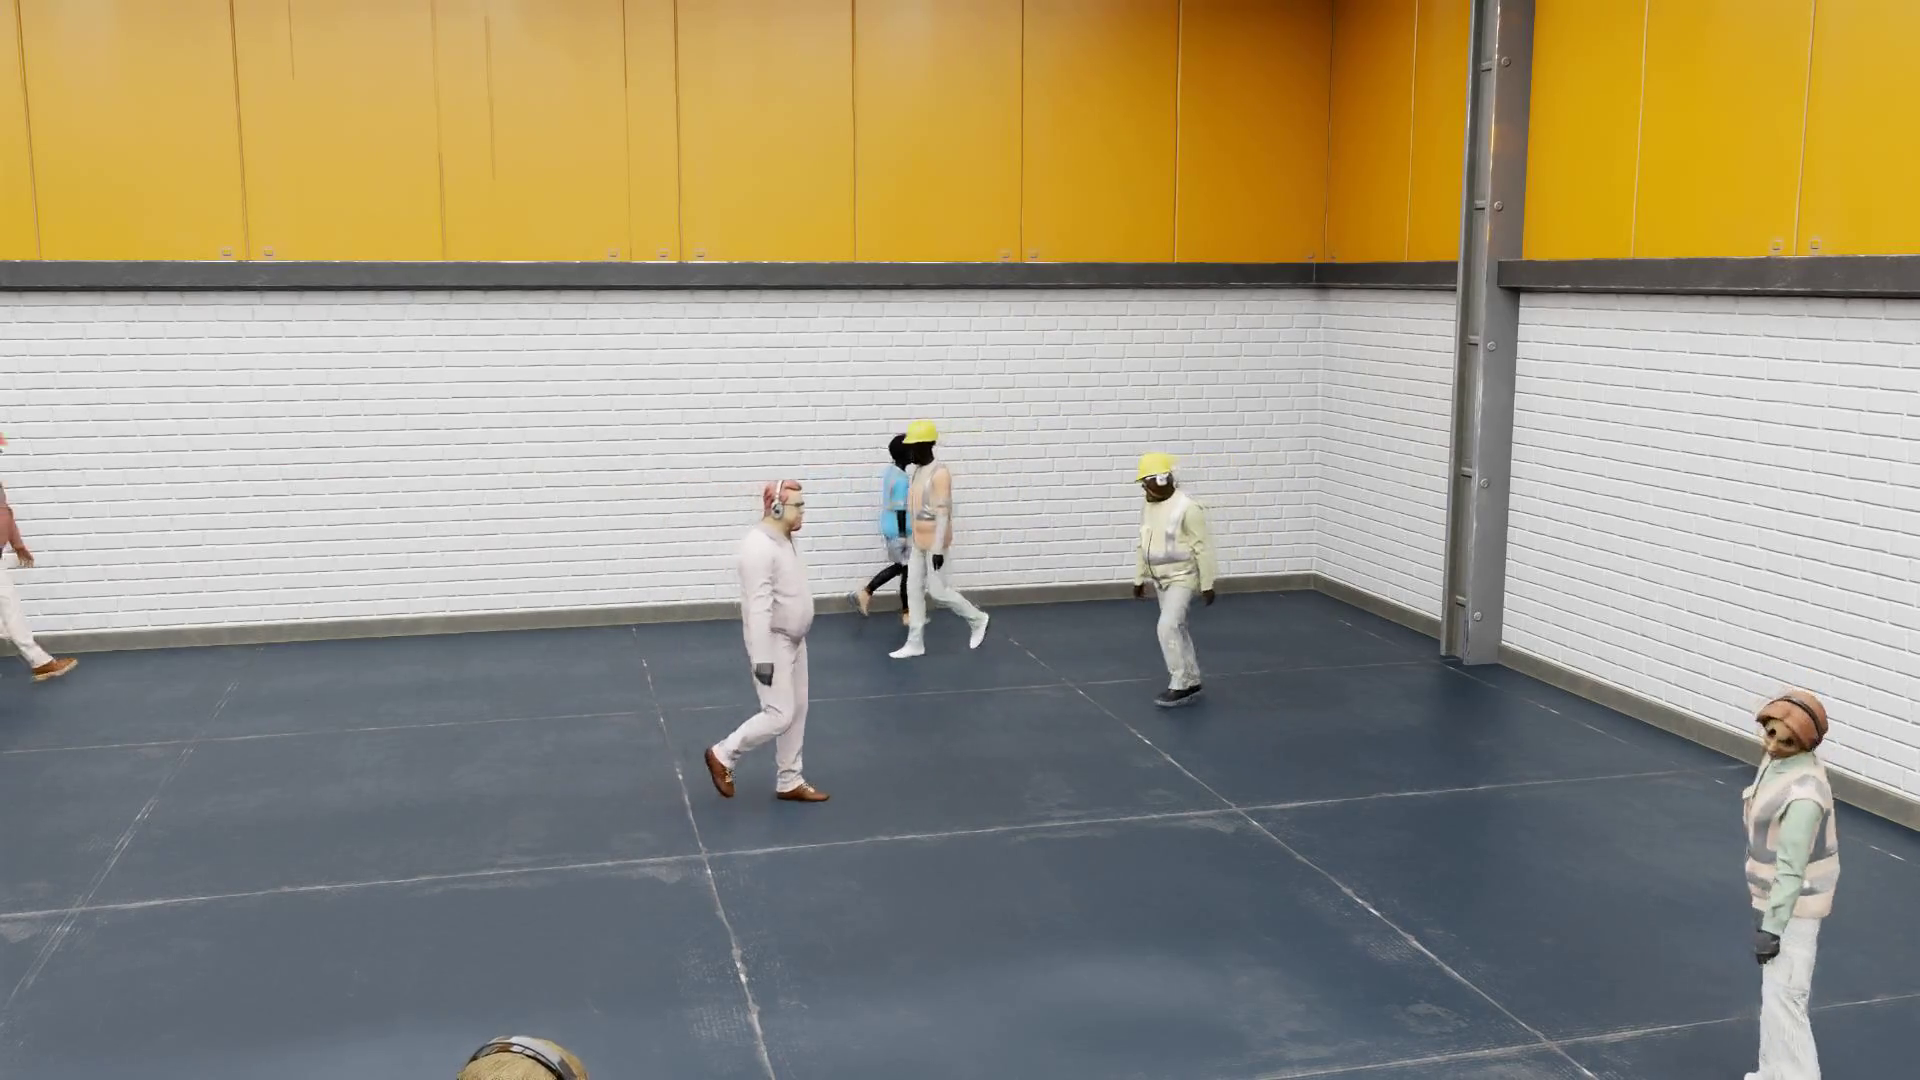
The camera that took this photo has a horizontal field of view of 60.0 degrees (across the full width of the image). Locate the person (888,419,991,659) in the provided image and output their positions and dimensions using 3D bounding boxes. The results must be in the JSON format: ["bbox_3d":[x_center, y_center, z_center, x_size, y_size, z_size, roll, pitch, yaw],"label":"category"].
[{"bbox_3d":[-0.162,-0.014,13.121,0.772,1.905,0.586,-5,10,-26],"label":"person"}]

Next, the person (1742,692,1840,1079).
[{"bbox_3d":[2.919,1.297,5.889,0.326,1.609,0.608,4,10,22],"label":"person"}]

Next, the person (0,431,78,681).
[{"bbox_3d":[-7.065,0.092,12.327,0.954,1.955,0.616,-3,10,-17],"label":"person"}]

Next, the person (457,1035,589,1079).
[{"bbox_3d":[-0.641,1.663,2.570,0.628,1.936,0.375,-2,9,-11],"label":"person"}]

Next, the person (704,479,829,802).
[{"bbox_3d":[-1.095,0.587,9.430,0.592,1.885,0.660,2,9,14],"label":"person"}]

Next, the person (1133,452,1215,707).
[{"bbox_3d":[1.498,0.273,11.691,0.610,1.788,0.611,-4,10,-26],"label":"person"}]

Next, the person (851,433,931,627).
[{"bbox_3d":[-0.577,-0.076,14.207,0.597,1.679,0.549,-2,9,-13],"label":"person"}]
